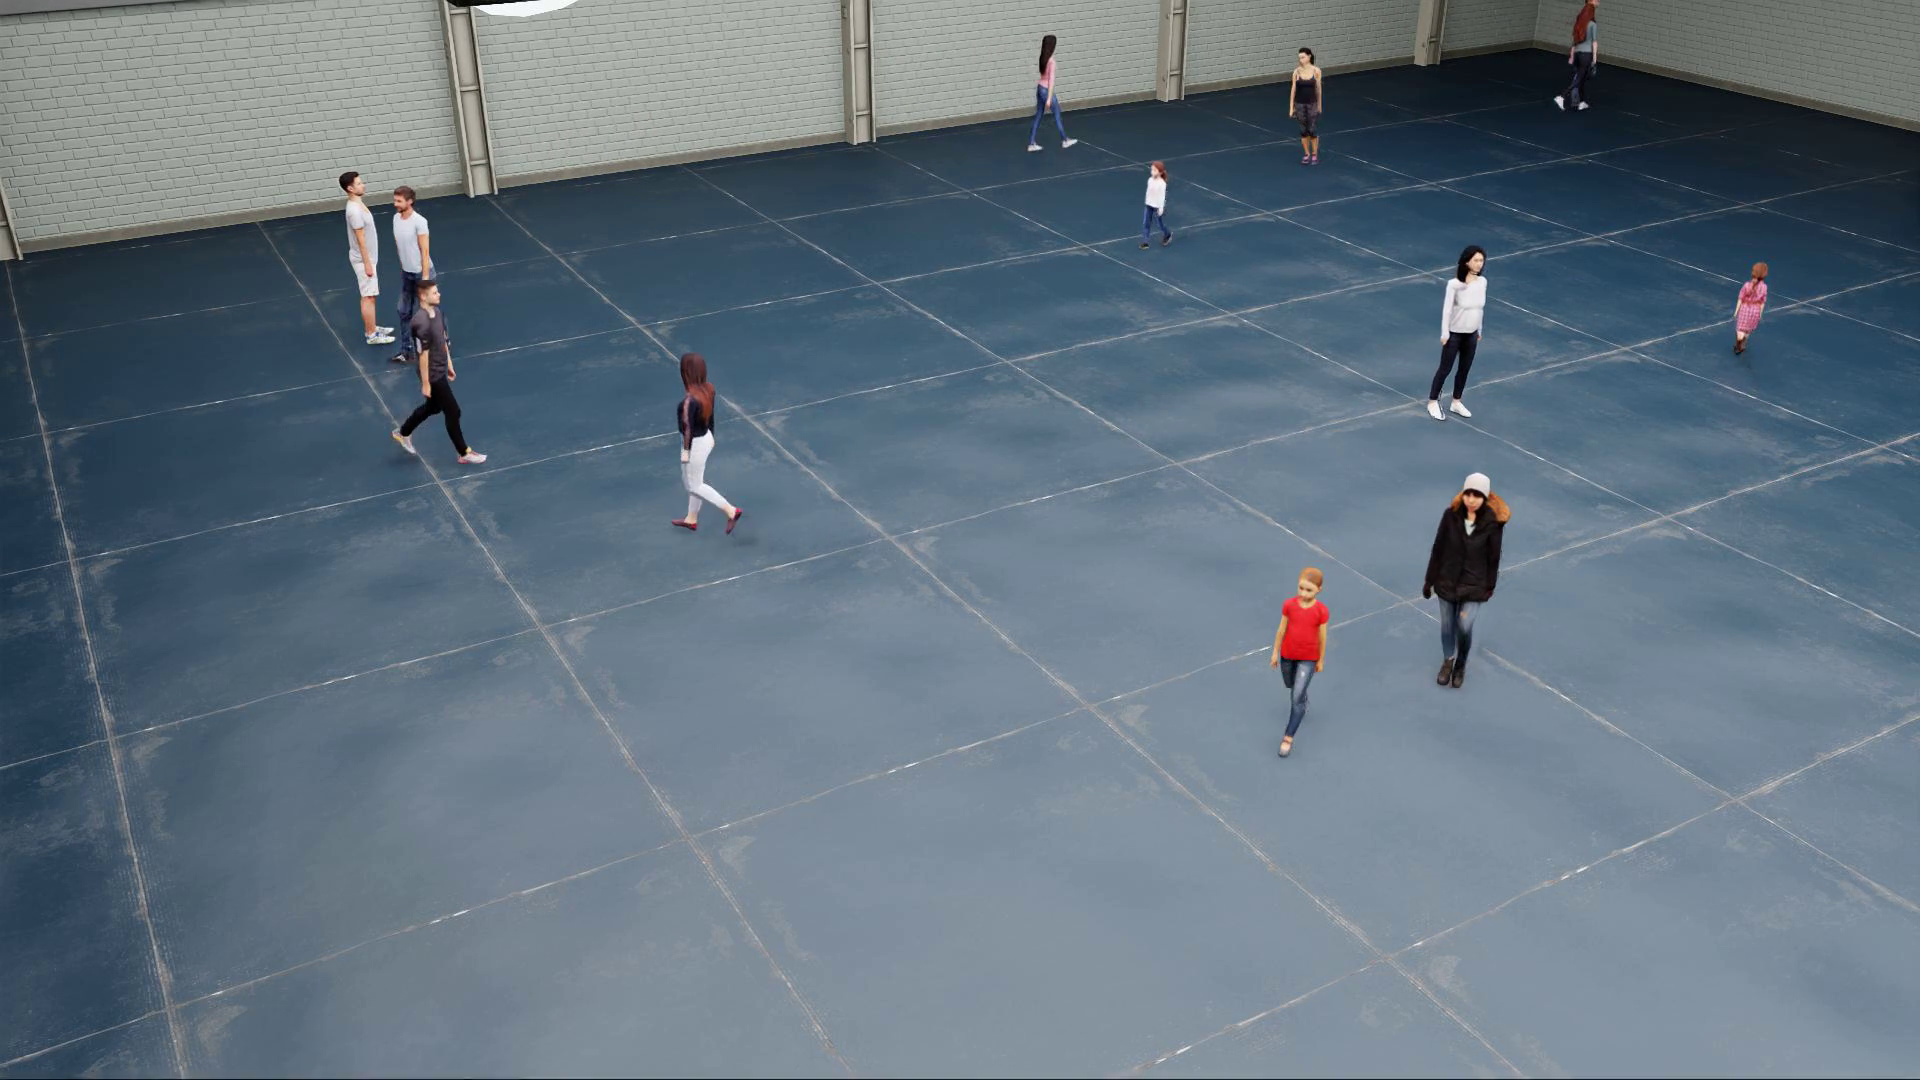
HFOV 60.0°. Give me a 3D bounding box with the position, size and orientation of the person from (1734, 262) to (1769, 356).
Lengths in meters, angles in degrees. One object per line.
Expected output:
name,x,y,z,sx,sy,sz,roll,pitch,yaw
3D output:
person,8.328,-2.418,17.548,0.597,1.013,0.648,5,28,9

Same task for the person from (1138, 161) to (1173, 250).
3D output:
person,2.490,-4.229,20.974,0.783,1.096,0.528,-22,34,-35

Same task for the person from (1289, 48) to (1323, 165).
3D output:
person,5.144,-6.381,24.504,0.748,1.692,0.798,3,27,6

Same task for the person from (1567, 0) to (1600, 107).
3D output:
person,10.433,-8.257,27.987,0.804,1.838,0.717,21,34,35

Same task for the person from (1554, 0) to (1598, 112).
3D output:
person,10.243,-7.945,27.522,1.038,1.710,0.596,-12,30,-22

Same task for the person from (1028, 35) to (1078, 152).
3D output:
person,1.230,-6.732,25.162,1.038,1.712,0.617,-13,30,-23

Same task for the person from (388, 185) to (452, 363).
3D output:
person,-5.590,-2.798,17.382,0.970,1.840,1.103,12,30,23

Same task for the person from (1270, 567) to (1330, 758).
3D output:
person,2.281,0.742,11.109,0.768,1.290,0.944,14,31,26

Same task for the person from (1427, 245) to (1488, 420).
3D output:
person,4.816,-2.015,15.996,0.550,1.717,0.709,-10,29,-19

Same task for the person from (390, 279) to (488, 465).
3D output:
person,-4.808,-1.481,14.942,1.221,1.734,1.008,0,27,0

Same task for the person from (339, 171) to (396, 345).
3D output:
person,-6.392,-3.034,17.827,0.626,1.854,0.726,-9,29,-17

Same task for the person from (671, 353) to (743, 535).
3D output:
person,-2.125,-0.755,13.684,0.998,1.595,0.926,6,28,12

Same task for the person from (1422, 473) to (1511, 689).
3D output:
person,3.537,0.259,11.682,0.747,1.624,0.778,15,31,26
